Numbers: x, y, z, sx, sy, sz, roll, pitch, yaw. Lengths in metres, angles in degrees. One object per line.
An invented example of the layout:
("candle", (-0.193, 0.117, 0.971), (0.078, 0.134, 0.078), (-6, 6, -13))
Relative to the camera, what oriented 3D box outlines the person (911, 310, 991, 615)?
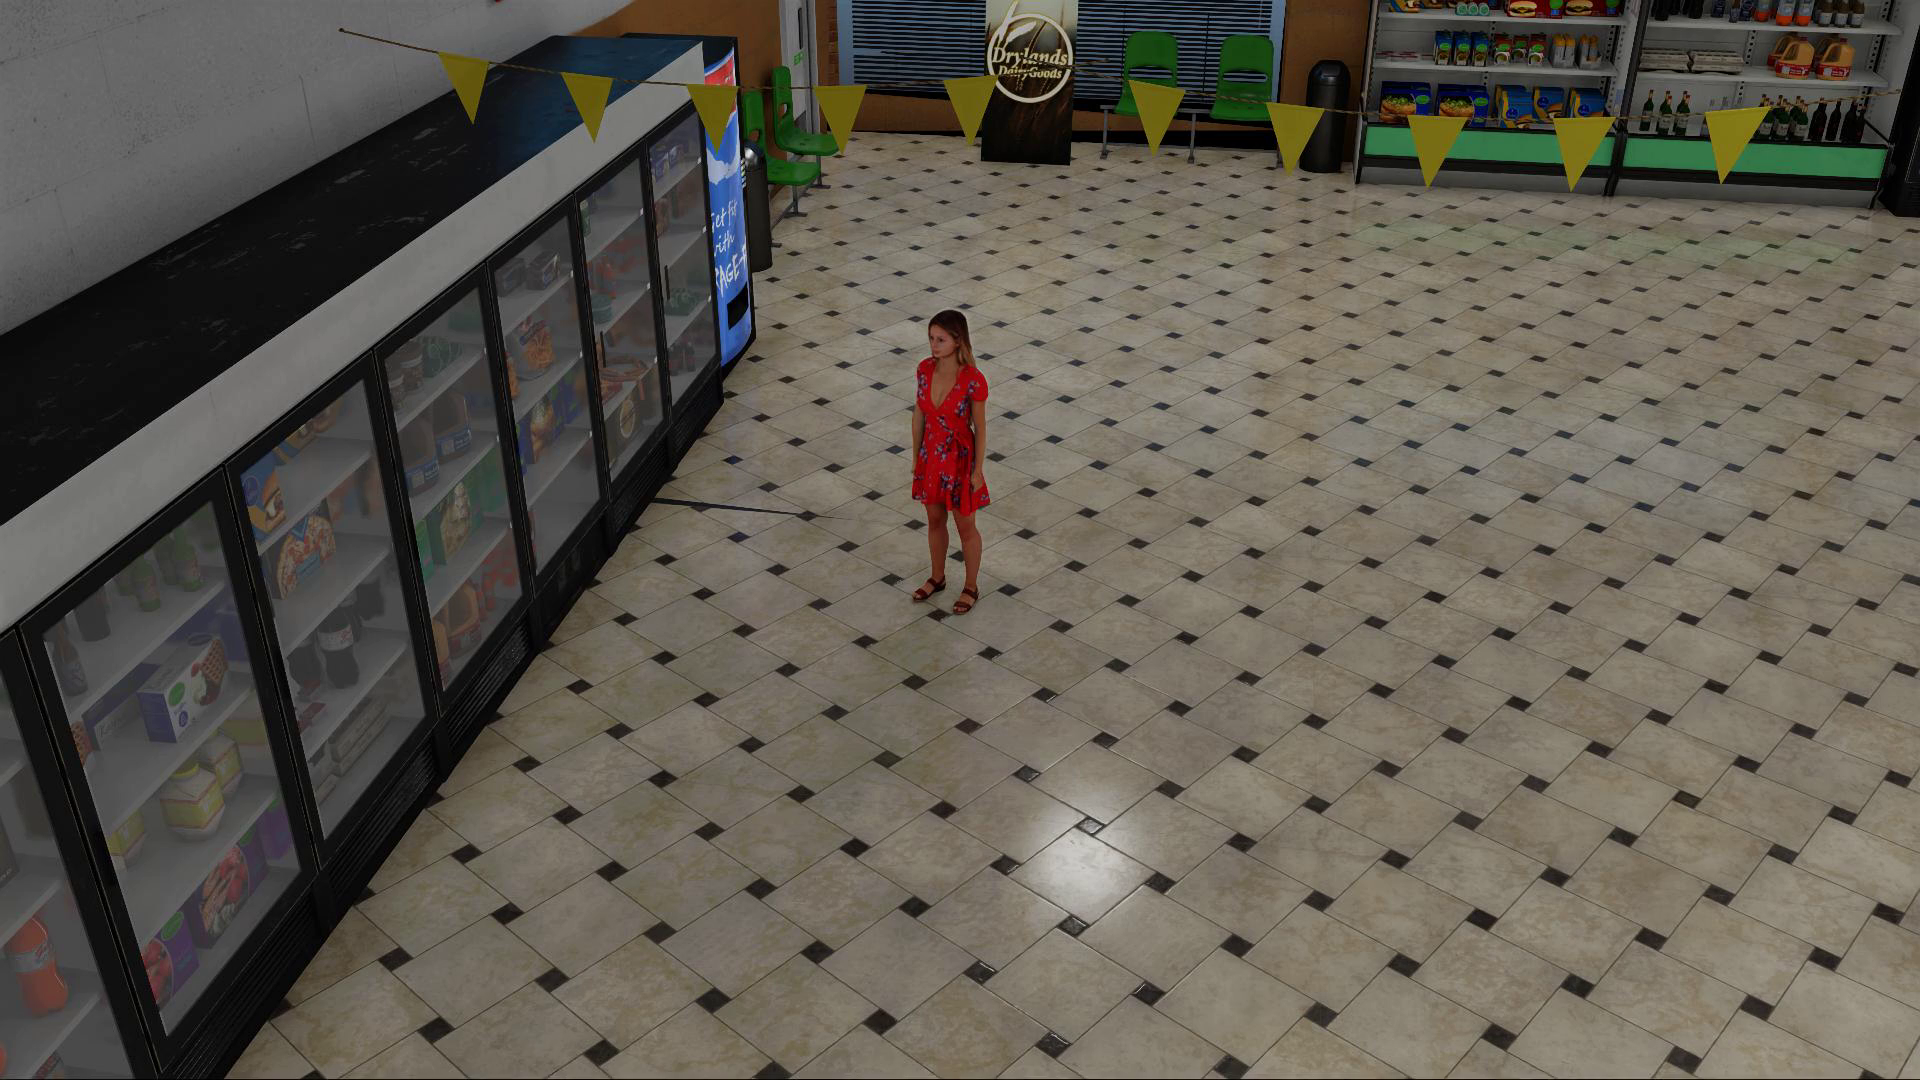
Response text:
("person", (-0.040, -0.385, 8.213), (0.597, 1.592, 0.708), (17, 33, 29))
